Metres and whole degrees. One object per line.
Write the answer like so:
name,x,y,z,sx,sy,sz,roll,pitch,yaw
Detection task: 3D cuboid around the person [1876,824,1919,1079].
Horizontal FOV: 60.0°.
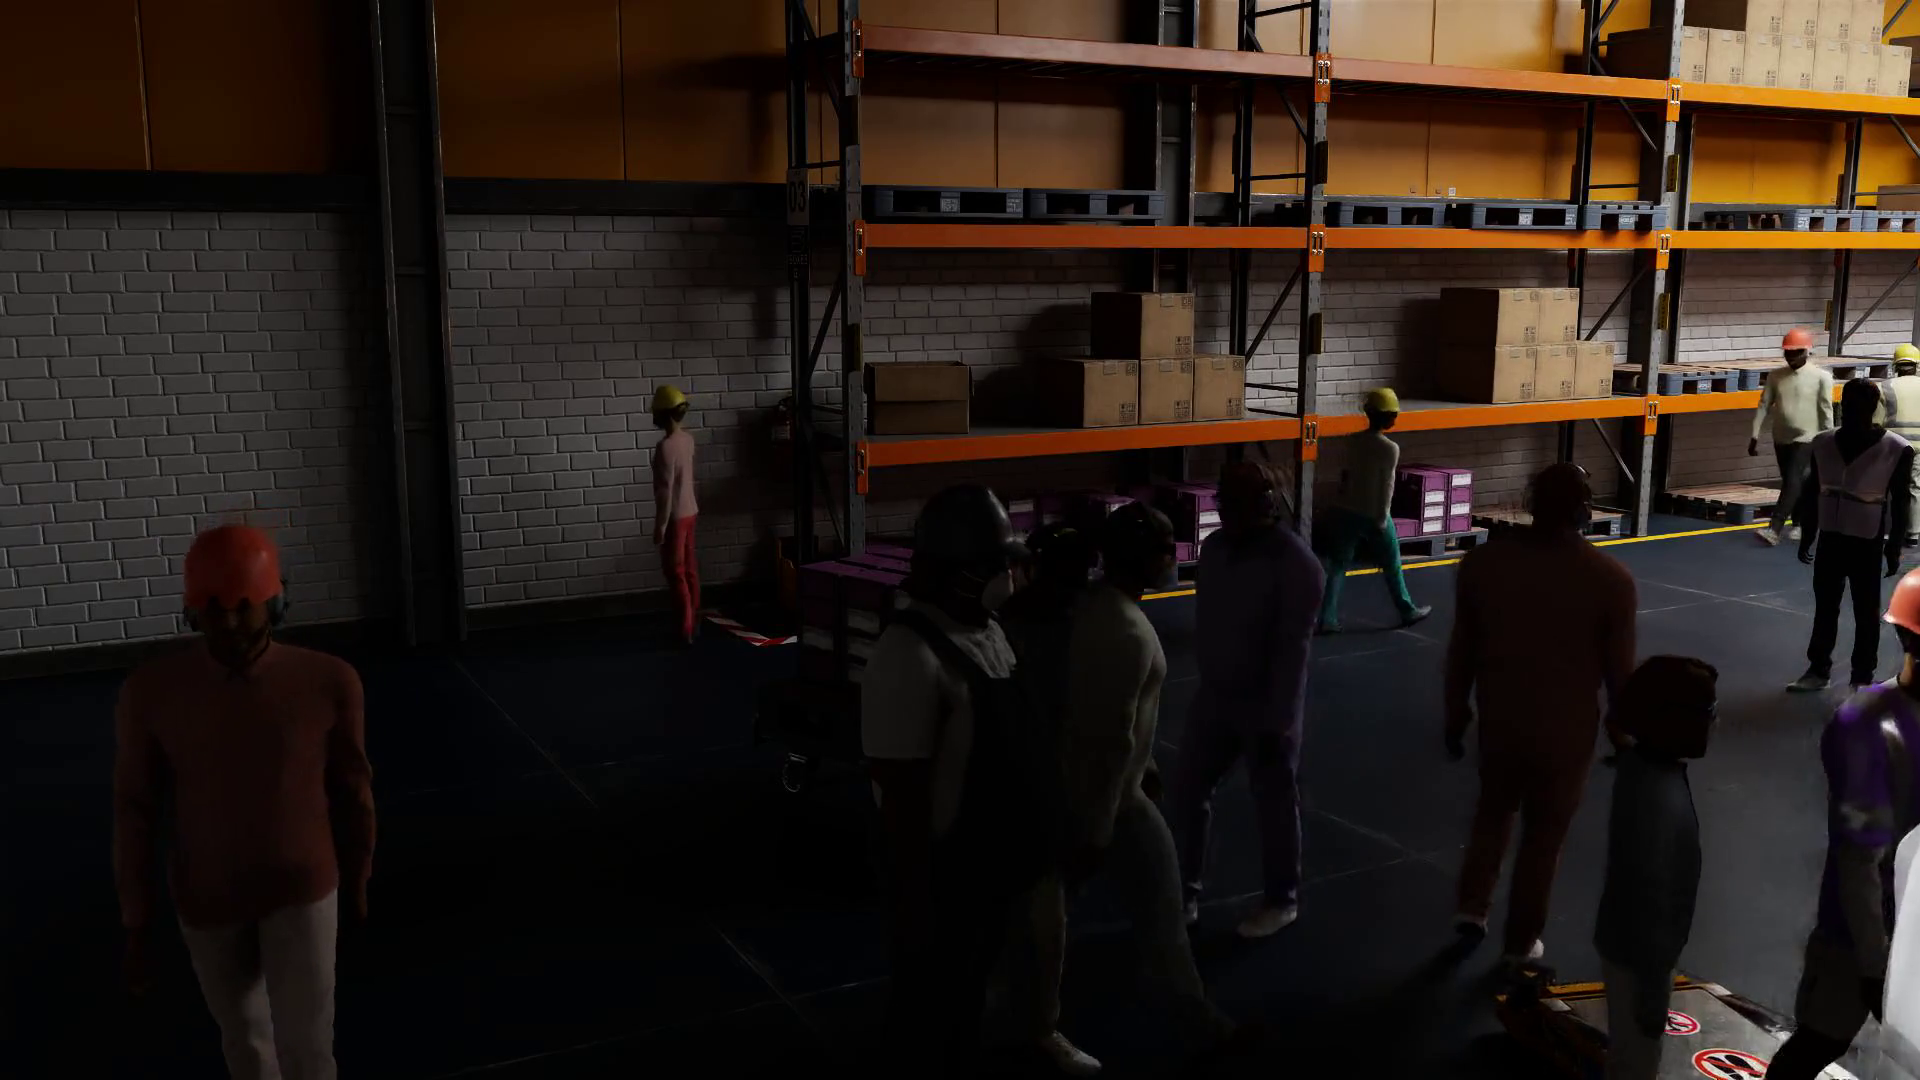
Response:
person,1.820,1.163,3.079,0.721,1.940,0.640,0,10,0

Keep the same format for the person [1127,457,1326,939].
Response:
person,1.008,0.631,6.267,0.808,1.876,0.658,-7,12,-35

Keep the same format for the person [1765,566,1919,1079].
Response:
person,2.445,0.982,4.221,0.552,1.883,0.955,-4,10,-20

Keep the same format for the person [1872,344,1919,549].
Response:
person,8.378,-0.828,14.824,0.591,1.828,0.404,1,10,8

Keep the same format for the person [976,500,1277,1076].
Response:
person,0.485,0.808,5.273,1.016,1.887,0.640,-2,10,-13

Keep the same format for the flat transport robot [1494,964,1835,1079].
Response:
flat transport robot,2.280,1.648,5.044,0.652,0.197,1.431,-2,10,-11

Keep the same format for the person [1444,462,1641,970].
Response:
person,2.137,0.656,6.100,0.653,1.891,0.418,8,12,37

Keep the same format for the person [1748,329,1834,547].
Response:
person,7.481,-0.924,15.033,1.015,1.938,0.647,-6,12,-32

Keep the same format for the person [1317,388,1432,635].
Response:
person,2.871,-0.196,11.537,0.948,1.707,0.529,-6,12,-31

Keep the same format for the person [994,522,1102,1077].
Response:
person,0.104,0.845,5.243,0.670,1.822,0.340,1,10,5

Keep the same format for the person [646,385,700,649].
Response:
person,-1.926,-0.155,11.132,0.324,1.767,0.530,2,10,10

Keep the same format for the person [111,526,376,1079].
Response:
person,-1.824,0.941,4.261,0.611,1.947,0.978,-3,10,-15

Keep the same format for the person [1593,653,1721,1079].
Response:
person,1.797,1.089,4.354,0.264,1.634,0.508,4,11,23

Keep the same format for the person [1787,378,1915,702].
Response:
person,5.267,-0.003,9.819,0.371,1.915,0.597,-7,12,-34
